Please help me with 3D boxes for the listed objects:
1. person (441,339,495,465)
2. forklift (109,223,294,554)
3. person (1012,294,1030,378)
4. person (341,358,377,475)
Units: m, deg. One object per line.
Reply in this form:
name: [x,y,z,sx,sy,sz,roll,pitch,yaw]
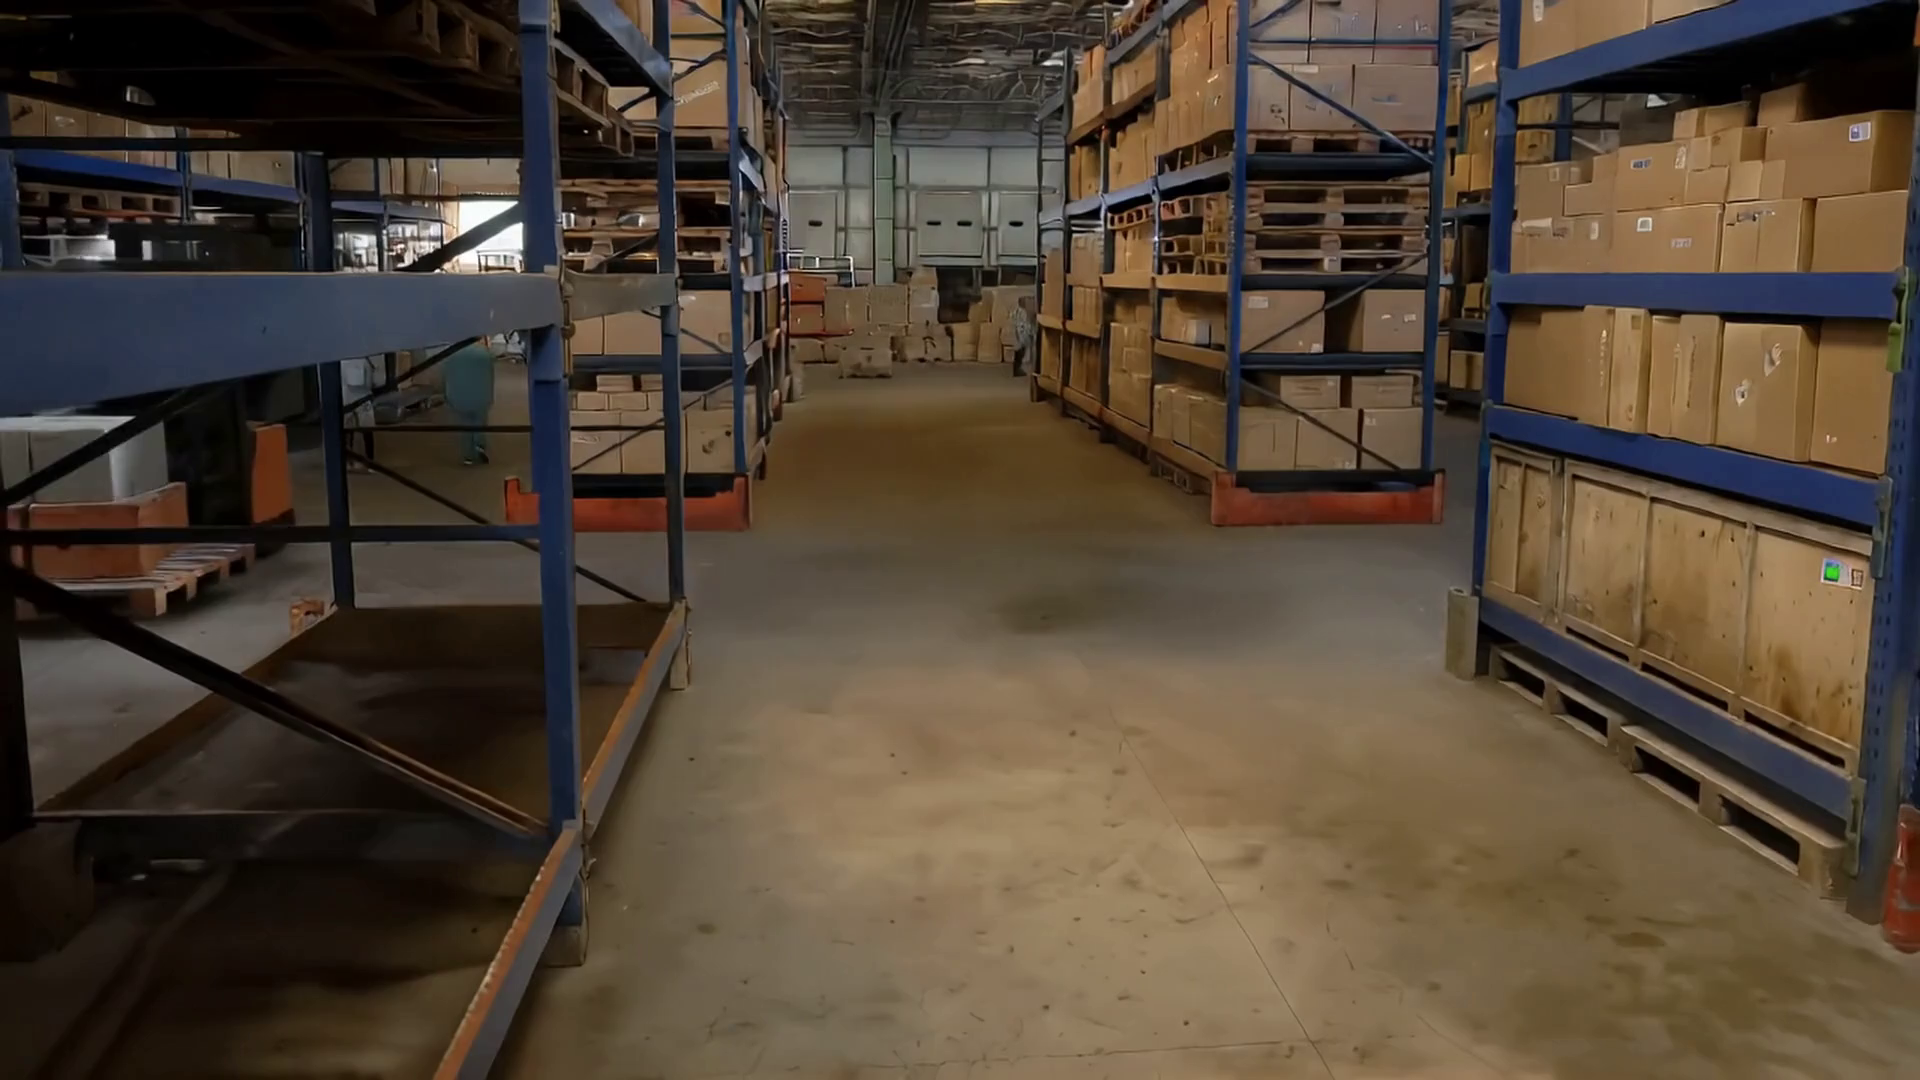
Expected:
person: [-6.237,-1.888,21.140,0.637,1.878,0.568,-3,9,-16]
forklift: [-6.464,-1.239,13.913,1.129,2.768,1.873,-1,9,-4]
person: [1.430,-4.782,39.016,0.365,1.965,0.608,4,10,21]
person: [-7.298,-1.627,20.047,0.540,1.695,0.317,-6,11,-32]
